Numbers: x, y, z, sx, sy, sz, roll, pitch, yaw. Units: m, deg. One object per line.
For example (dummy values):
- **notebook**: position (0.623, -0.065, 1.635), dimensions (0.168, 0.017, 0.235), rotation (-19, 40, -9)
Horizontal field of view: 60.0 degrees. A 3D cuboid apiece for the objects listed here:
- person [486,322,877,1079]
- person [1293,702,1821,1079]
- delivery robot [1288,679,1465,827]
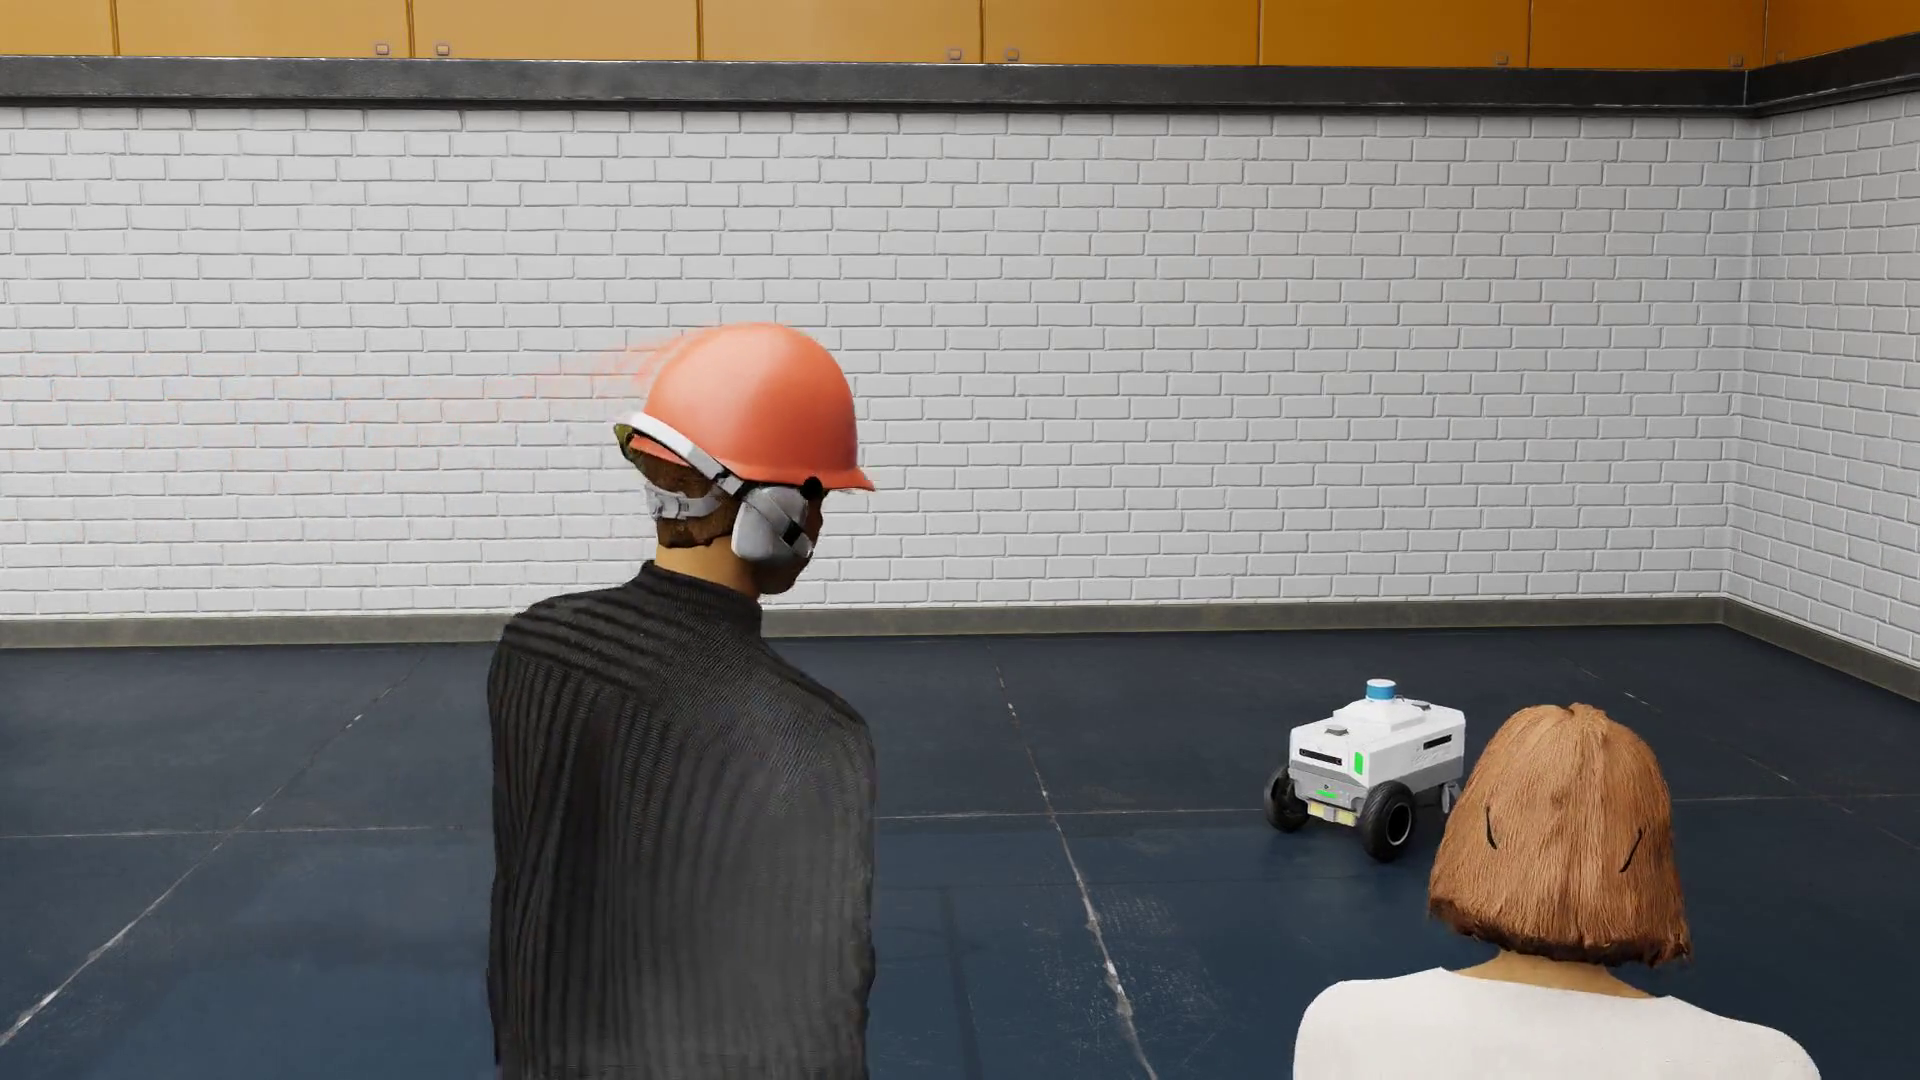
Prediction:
- **person**: position (-0.355, 0.725, 2.030), dimensions (0.640, 1.967, 0.524), rotation (7, 11, 37)
- **person**: position (0.598, 0.954, 1.755), dimensions (0.494, 1.595, 0.818), rotation (4, 10, 24)
- **delivery robot**: position (1.515, 0.748, 6.020), dimensions (0.707, 0.478, 0.477), rotation (-8, 12, -41)
